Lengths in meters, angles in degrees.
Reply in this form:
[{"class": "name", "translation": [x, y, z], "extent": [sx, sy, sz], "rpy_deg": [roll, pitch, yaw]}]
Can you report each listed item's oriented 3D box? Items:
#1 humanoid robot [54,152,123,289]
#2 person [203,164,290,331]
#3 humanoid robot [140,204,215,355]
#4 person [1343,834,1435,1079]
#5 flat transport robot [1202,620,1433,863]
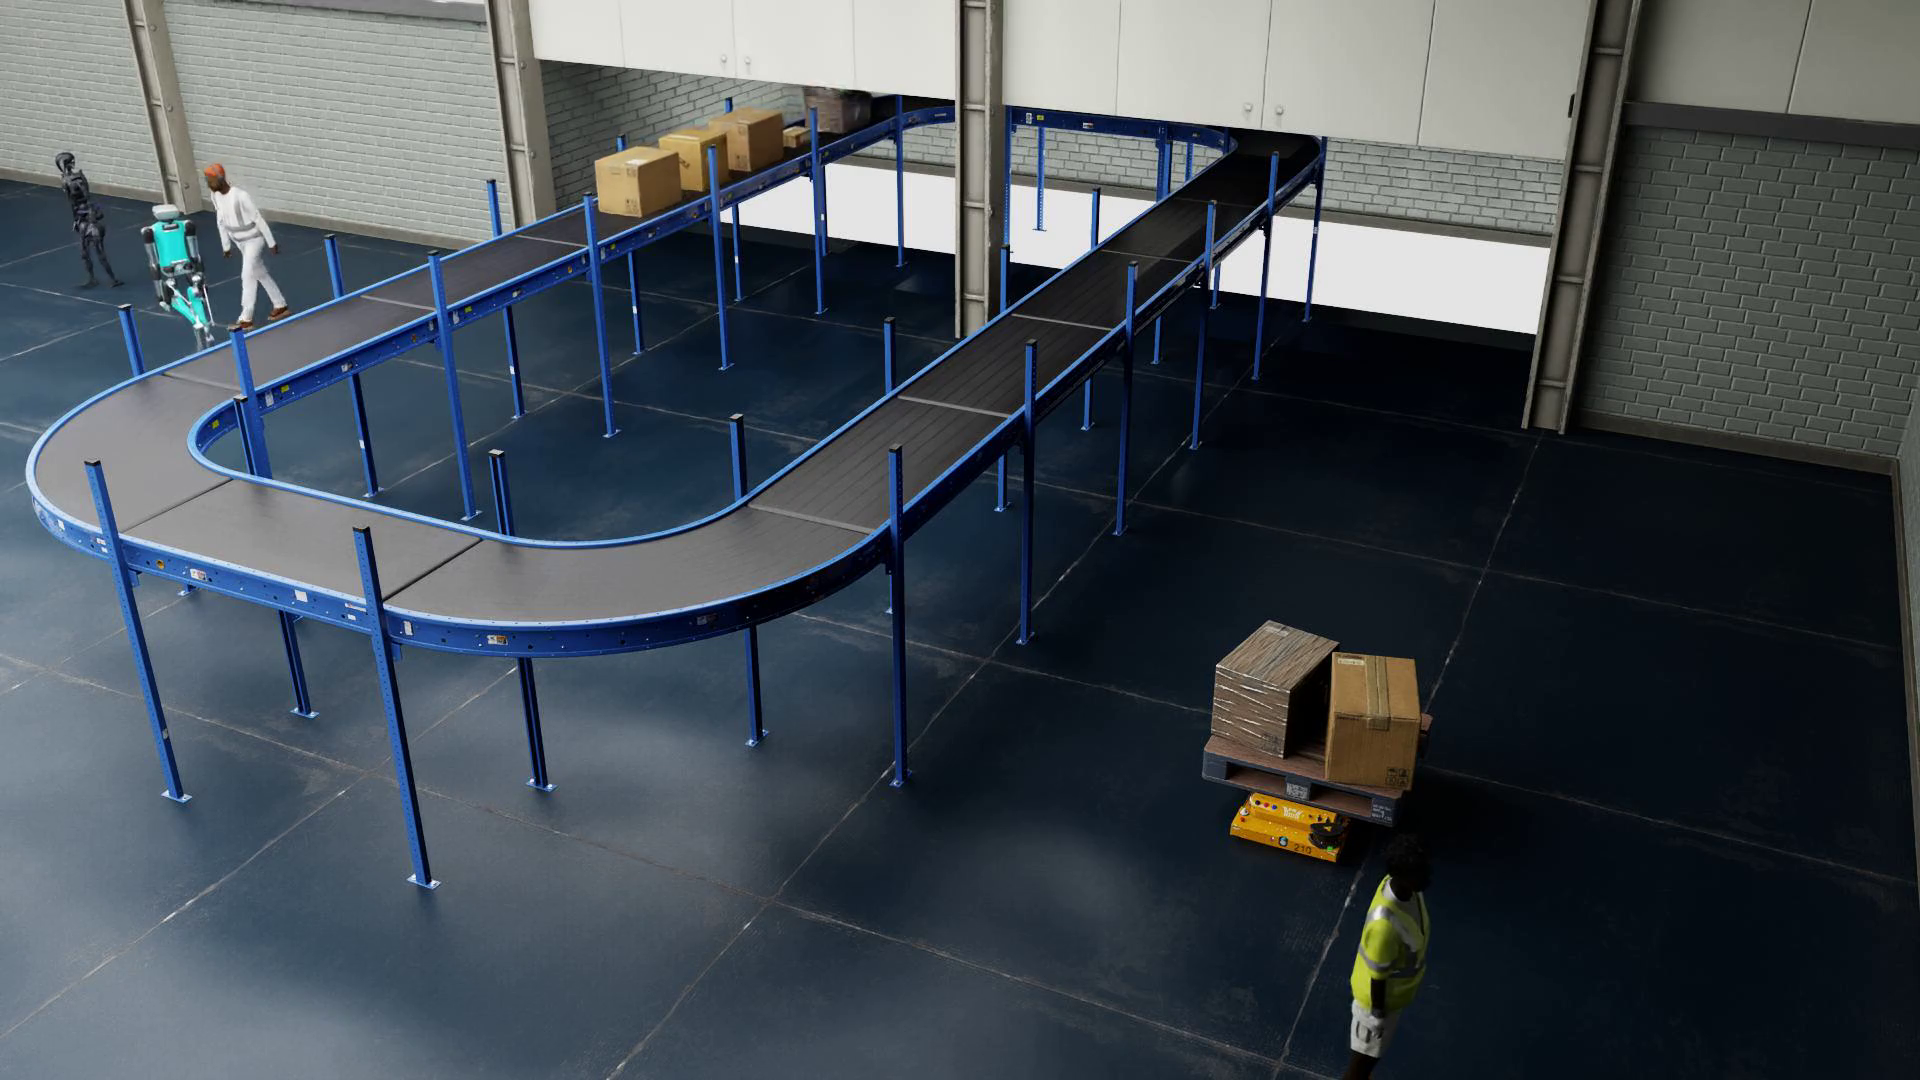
[{"class": "humanoid robot", "translation": [-10.186, -3.725, 19.422], "extent": [0.610, 1.638, 0.408], "rpy_deg": [21, 33, 36]}, {"class": "person", "translation": [-7.862, -3.225, 18.226], "extent": [0.605, 1.816, 0.944], "rpy_deg": [17, 31, 31]}, {"class": "humanoid robot", "translation": [-7.779, -2.466, 16.858], "extent": [1.041, 1.763, 0.531], "rpy_deg": [23, 35, 38]}, {"class": "person", "translation": [1.977, 2.068, 7.700], "extent": [0.317, 1.695, 0.539], "rpy_deg": [12, 29, 23]}, {"class": "flat transport robot", "translation": [2.245, 1.493, 10.468], "extent": [0.659, 0.231, 1.431], "rpy_deg": [12, 29, 23]}]
